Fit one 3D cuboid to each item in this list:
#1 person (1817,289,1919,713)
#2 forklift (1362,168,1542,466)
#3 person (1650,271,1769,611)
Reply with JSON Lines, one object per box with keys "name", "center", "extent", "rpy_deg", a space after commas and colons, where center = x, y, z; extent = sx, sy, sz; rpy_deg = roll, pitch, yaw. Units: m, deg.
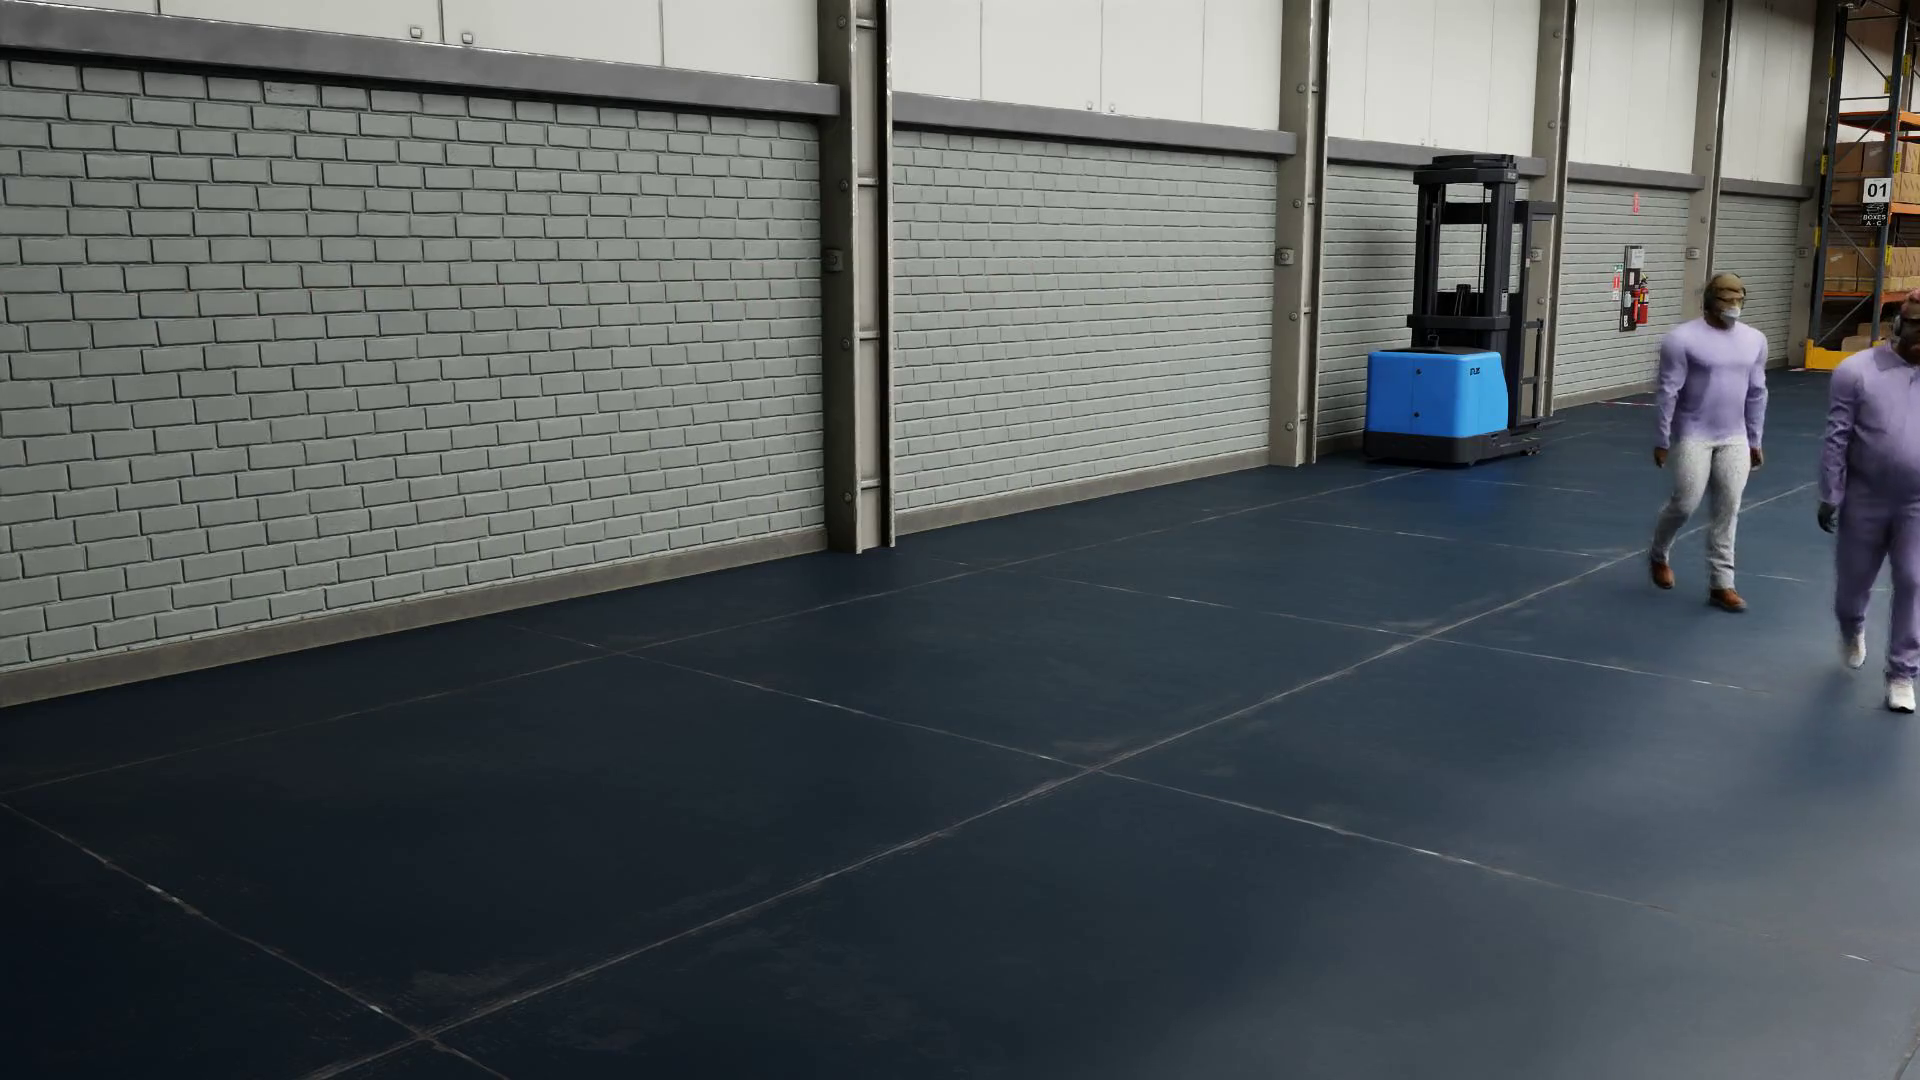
{"name": "person", "center": [4.297, -0.215, 7.650], "extent": [0.644, 1.880, 0.796], "rpy_deg": [4, 11, 24]}
{"name": "forklift", "center": [4.875, -2.212, 16.287], "extent": [1.129, 2.768, 1.873], "rpy_deg": [8, 13, 40]}
{"name": "person", "center": [4.338, -0.587, 9.642], "extent": [0.637, 1.927, 0.694], "rpy_deg": [-1, 10, -7]}
